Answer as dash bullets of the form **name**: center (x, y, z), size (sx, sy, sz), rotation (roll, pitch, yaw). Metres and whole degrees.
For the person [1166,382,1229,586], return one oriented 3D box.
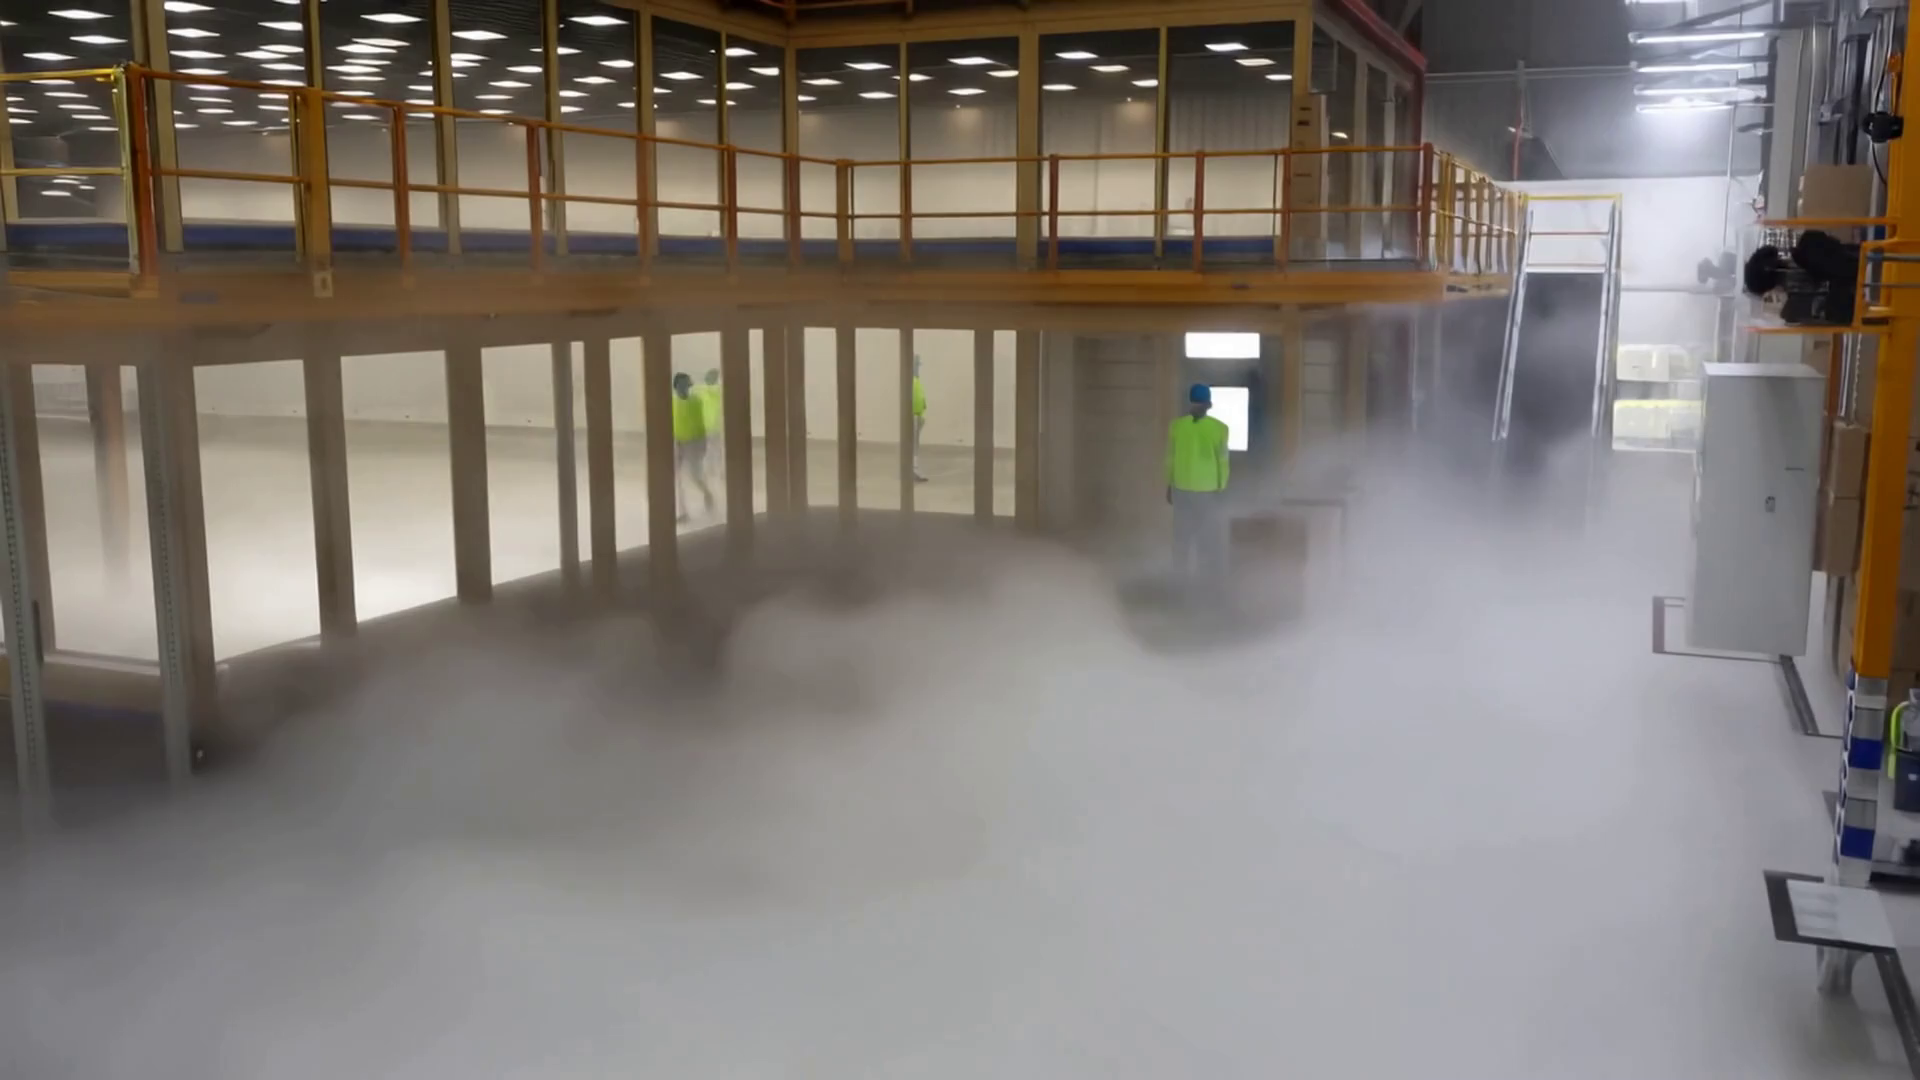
- **person**: center (2.299, -0.536, 16.140), size (0.612, 1.986, 0.405), rotation (1, 9, 8)
